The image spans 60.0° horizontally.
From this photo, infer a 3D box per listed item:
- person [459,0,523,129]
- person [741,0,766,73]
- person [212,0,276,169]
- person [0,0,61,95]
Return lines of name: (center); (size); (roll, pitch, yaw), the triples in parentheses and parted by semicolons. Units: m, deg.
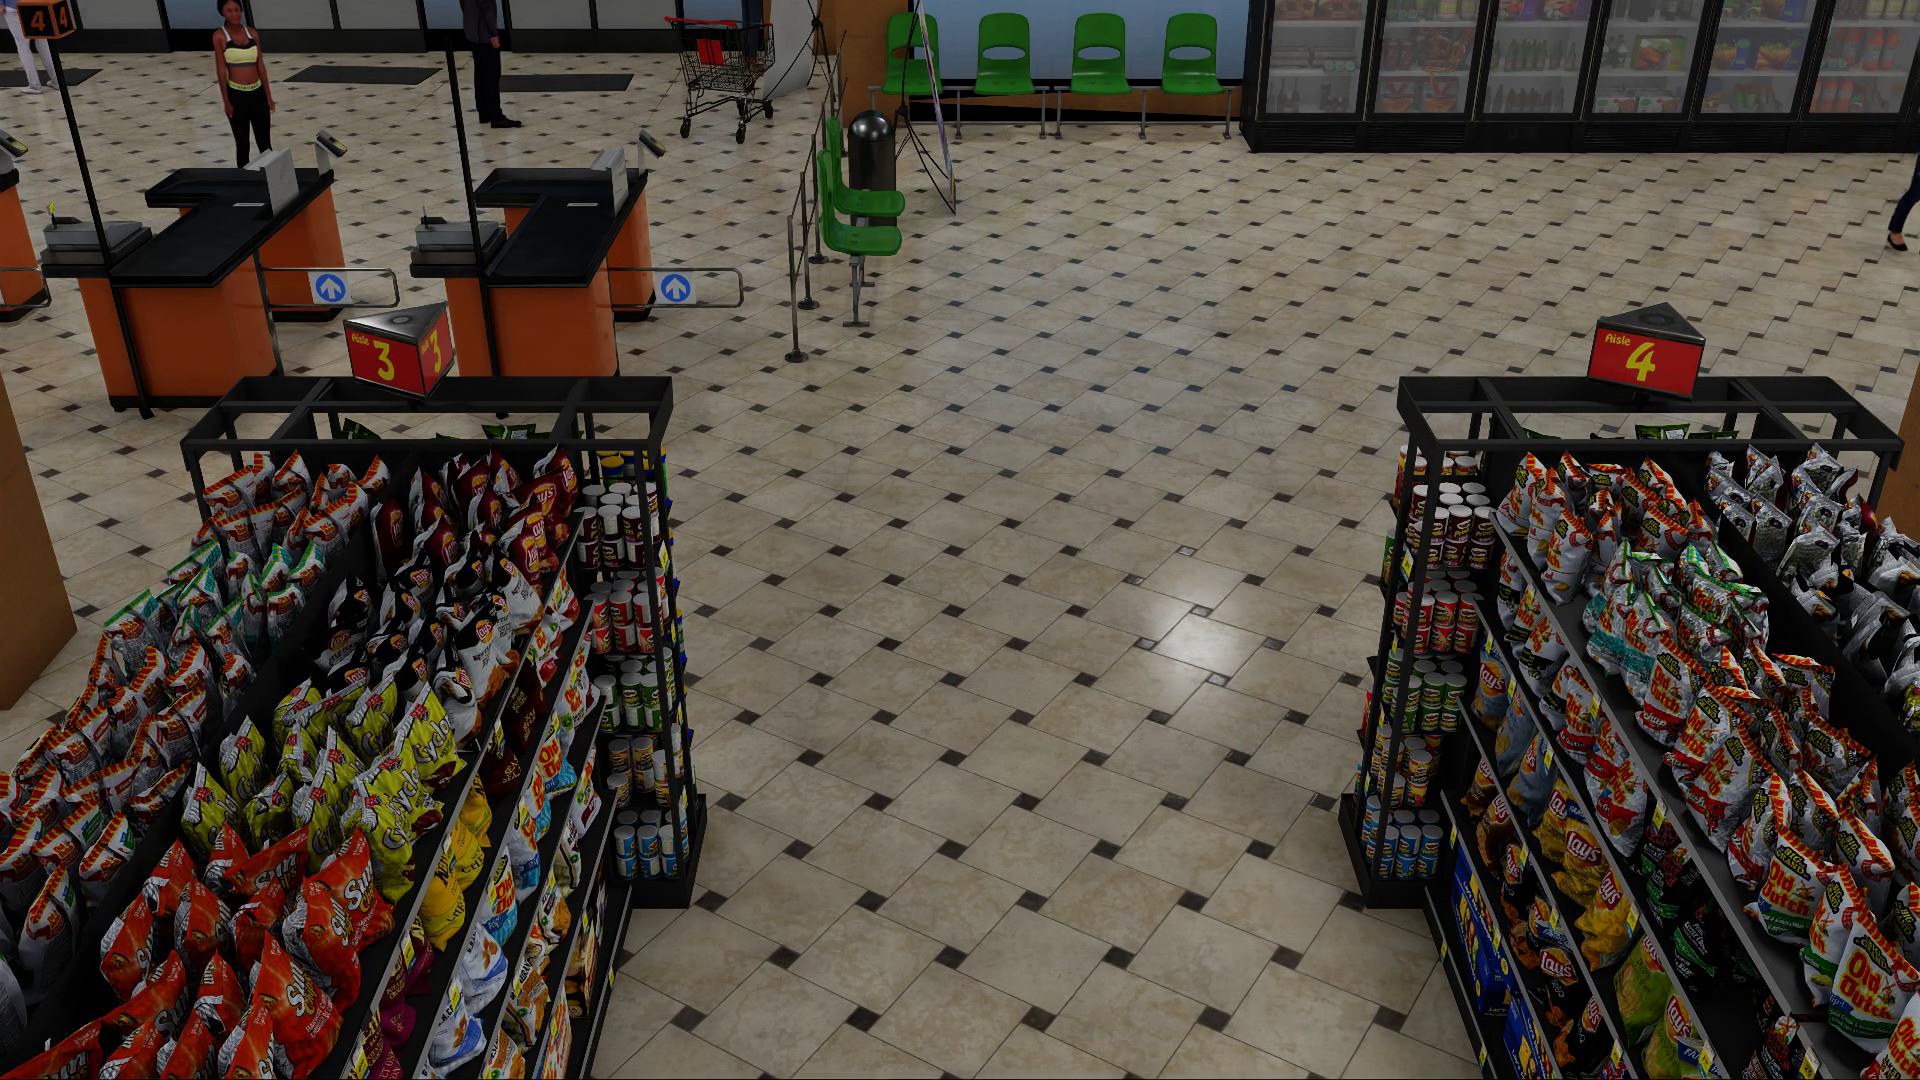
person: (-4.666, -4.989, 16.264); (0.871, 1.842, 0.778); (-20, 35, -33)
person: (-2.325, -6.102, 18.355); (0.731, 1.792, 0.618); (-15, 32, -26)
person: (-6.006, -3.699, 13.992); (0.638, 1.754, 0.689); (-23, 36, -36)
person: (-9.863, -5.657, 17.439); (0.798, 1.888, 0.677); (16, 32, 27)
